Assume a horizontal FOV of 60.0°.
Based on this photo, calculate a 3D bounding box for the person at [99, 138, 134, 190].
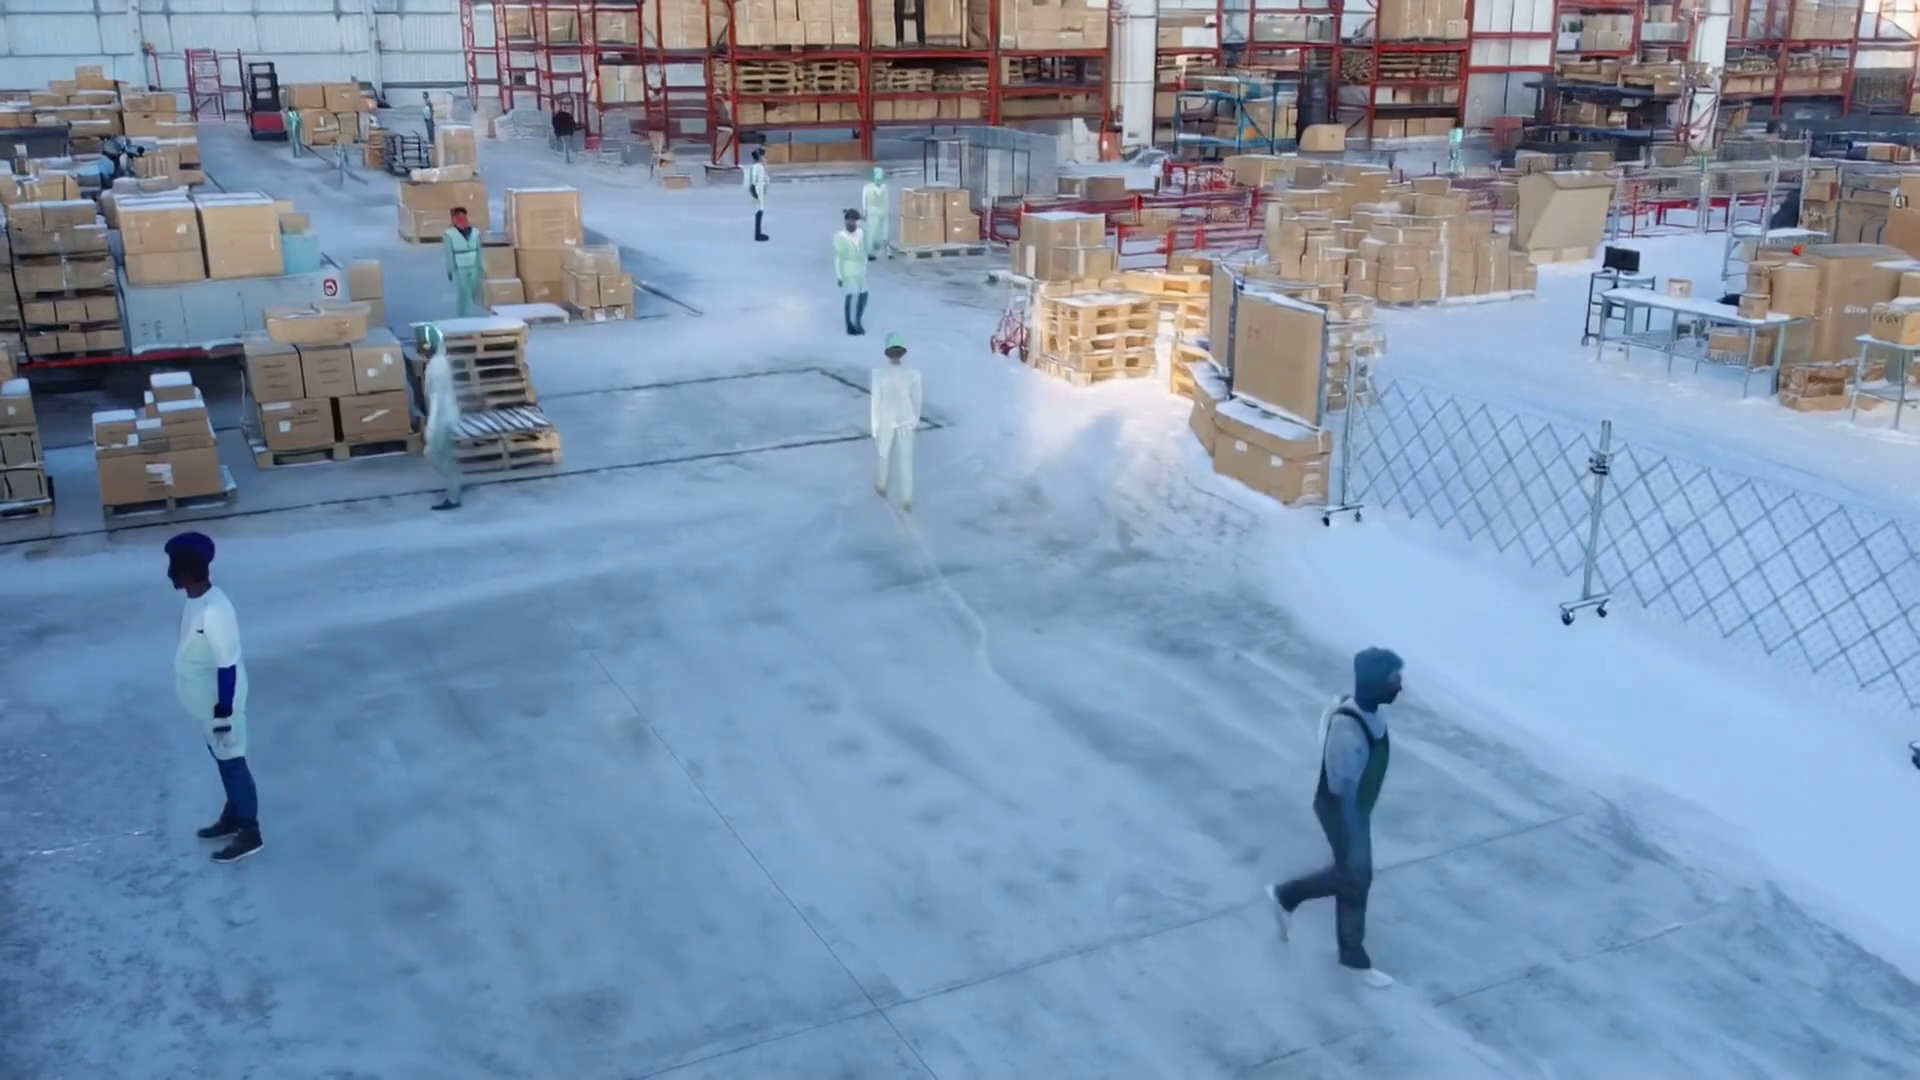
[{"bbox_3d":[-18.450,-7.773,36.421,0.673,2.000,0.536,-16,23,-40],"label":"person"}]

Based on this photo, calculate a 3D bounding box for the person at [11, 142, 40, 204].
[{"bbox_3d":[-20.773,-7.883,37.017,0.584,1.882,0.346,0,18,2],"label":"person"}]

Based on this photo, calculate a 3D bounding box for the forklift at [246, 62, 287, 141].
[{"bbox_3d":[-25.608,-16.177,61.268,1.129,2.768,1.873,-9,20,-26],"label":"forklift"}]

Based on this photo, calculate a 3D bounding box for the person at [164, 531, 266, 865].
[{"bbox_3d":[-4.277,0.892,9.529,0.361,1.965,0.622,-13,22,-34],"label":"person"}]

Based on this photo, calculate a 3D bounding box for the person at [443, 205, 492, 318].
[{"bbox_3d":[-7.462,-4.136,25.318,0.792,1.887,0.609,17,24,42],"label":"person"}]

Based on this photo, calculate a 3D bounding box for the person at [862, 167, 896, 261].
[{"bbox_3d":[-1.563,-6.282,32.158,0.592,1.806,0.806,-9,20,-25],"label":"person"}]

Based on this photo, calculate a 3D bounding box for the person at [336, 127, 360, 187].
[{"bbox_3d":[-16.855,-10.515,45.641,0.648,1.617,0.521,-15,23,-39],"label":"person"}]

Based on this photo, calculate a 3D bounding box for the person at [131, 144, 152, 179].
[{"bbox_3d":[-18.093,-7.826,36.874,0.335,1.865,0.519,12,21,32],"label":"person"}]

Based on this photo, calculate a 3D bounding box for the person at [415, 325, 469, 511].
[{"bbox_3d":[-5.082,-1.168,16.143,0.386,1.856,0.510,-5,19,-17],"label":"person"}]

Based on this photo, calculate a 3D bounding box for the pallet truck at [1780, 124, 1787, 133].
[{"bbox_3d":[25.206,-12.542,52.601,1.601,1.201,0.680,0,18,-2],"label":"pallet truck"}]

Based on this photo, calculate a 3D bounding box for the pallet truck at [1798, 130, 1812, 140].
[{"bbox_3d":[25.526,-11.556,49.408,1.630,1.274,0.653,-9,20,-26],"label":"pallet truck"}]

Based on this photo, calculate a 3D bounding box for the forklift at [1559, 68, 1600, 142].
[{"bbox_3d":[20.327,-14.233,55.206,1.873,2.768,1.129,-9,20,-26],"label":"forklift"}]

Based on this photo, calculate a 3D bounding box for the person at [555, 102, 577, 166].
[{"bbox_3d":[-12.234,-12.607,51.652,0.634,1.941,1.057,-9,20,-26],"label":"person"}]

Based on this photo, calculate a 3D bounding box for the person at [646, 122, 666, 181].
[{"bbox_3d":[-8.616,-11.031,47.203,0.540,1.659,0.873,9,20,27],"label":"person"}]

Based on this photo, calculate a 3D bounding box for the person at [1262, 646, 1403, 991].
[{"bbox_3d":[1.875,1.358,8.325,0.678,1.822,0.510,10,21,30],"label":"person"}]

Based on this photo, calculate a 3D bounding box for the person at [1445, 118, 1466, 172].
[{"bbox_3d":[14.403,-11.350,48.196,0.672,1.674,0.318,14,22,37],"label":"person"}]

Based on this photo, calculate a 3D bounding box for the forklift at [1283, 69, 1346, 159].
[{"bbox_3d":[11.615,-13.871,54.079,1.129,2.768,1.873,-9,20,-27],"label":"forklift"}]

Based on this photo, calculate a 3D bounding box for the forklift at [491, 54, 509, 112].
[{"bbox_3d":[-19.651,-19.550,71.784,1.873,2.768,1.129,-9,20,-26],"label":"forklift"}]

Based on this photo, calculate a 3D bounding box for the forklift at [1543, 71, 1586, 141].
[{"bbox_3d":[18.685,-13.231,52.085,1.873,2.768,1.129,-9,20,-26],"label":"forklift"}]

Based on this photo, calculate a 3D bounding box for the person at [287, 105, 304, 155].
[{"bbox_3d":[-22.173,-13.670,55.452,0.309,1.638,0.522,7,19,20],"label":"person"}]

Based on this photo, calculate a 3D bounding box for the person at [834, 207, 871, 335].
[{"bbox_3d":[-1.596,-4.018,24.903,0.579,1.920,0.420,-11,21,-30],"label":"person"}]

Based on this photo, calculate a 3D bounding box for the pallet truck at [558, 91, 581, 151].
[{"bbox_3d":[-13.495,-14.412,57.188,0.823,1.965,1.885,-3,18,-9],"label":"pallet truck"}]

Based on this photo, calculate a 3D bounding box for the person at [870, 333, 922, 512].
[{"bbox_3d":[-0.641,-1.189,16.411,0.535,1.724,0.903,-4,18,-11],"label":"person"}]

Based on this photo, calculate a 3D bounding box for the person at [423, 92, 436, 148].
[{"bbox_3d":[-18.639,-14.771,58.452,0.396,1.911,0.588,-13,22,-35],"label":"person"}]

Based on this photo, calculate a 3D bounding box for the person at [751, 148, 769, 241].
[{"bbox_3d":[-4.207,-7.282,35.082,0.385,1.929,0.539,-3,18,-11],"label":"person"}]

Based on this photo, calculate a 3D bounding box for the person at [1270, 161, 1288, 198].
[{"bbox_3d":[6.858,-7.310,35.657,0.503,1.614,0.512,-9,20,-27],"label":"person"}]
